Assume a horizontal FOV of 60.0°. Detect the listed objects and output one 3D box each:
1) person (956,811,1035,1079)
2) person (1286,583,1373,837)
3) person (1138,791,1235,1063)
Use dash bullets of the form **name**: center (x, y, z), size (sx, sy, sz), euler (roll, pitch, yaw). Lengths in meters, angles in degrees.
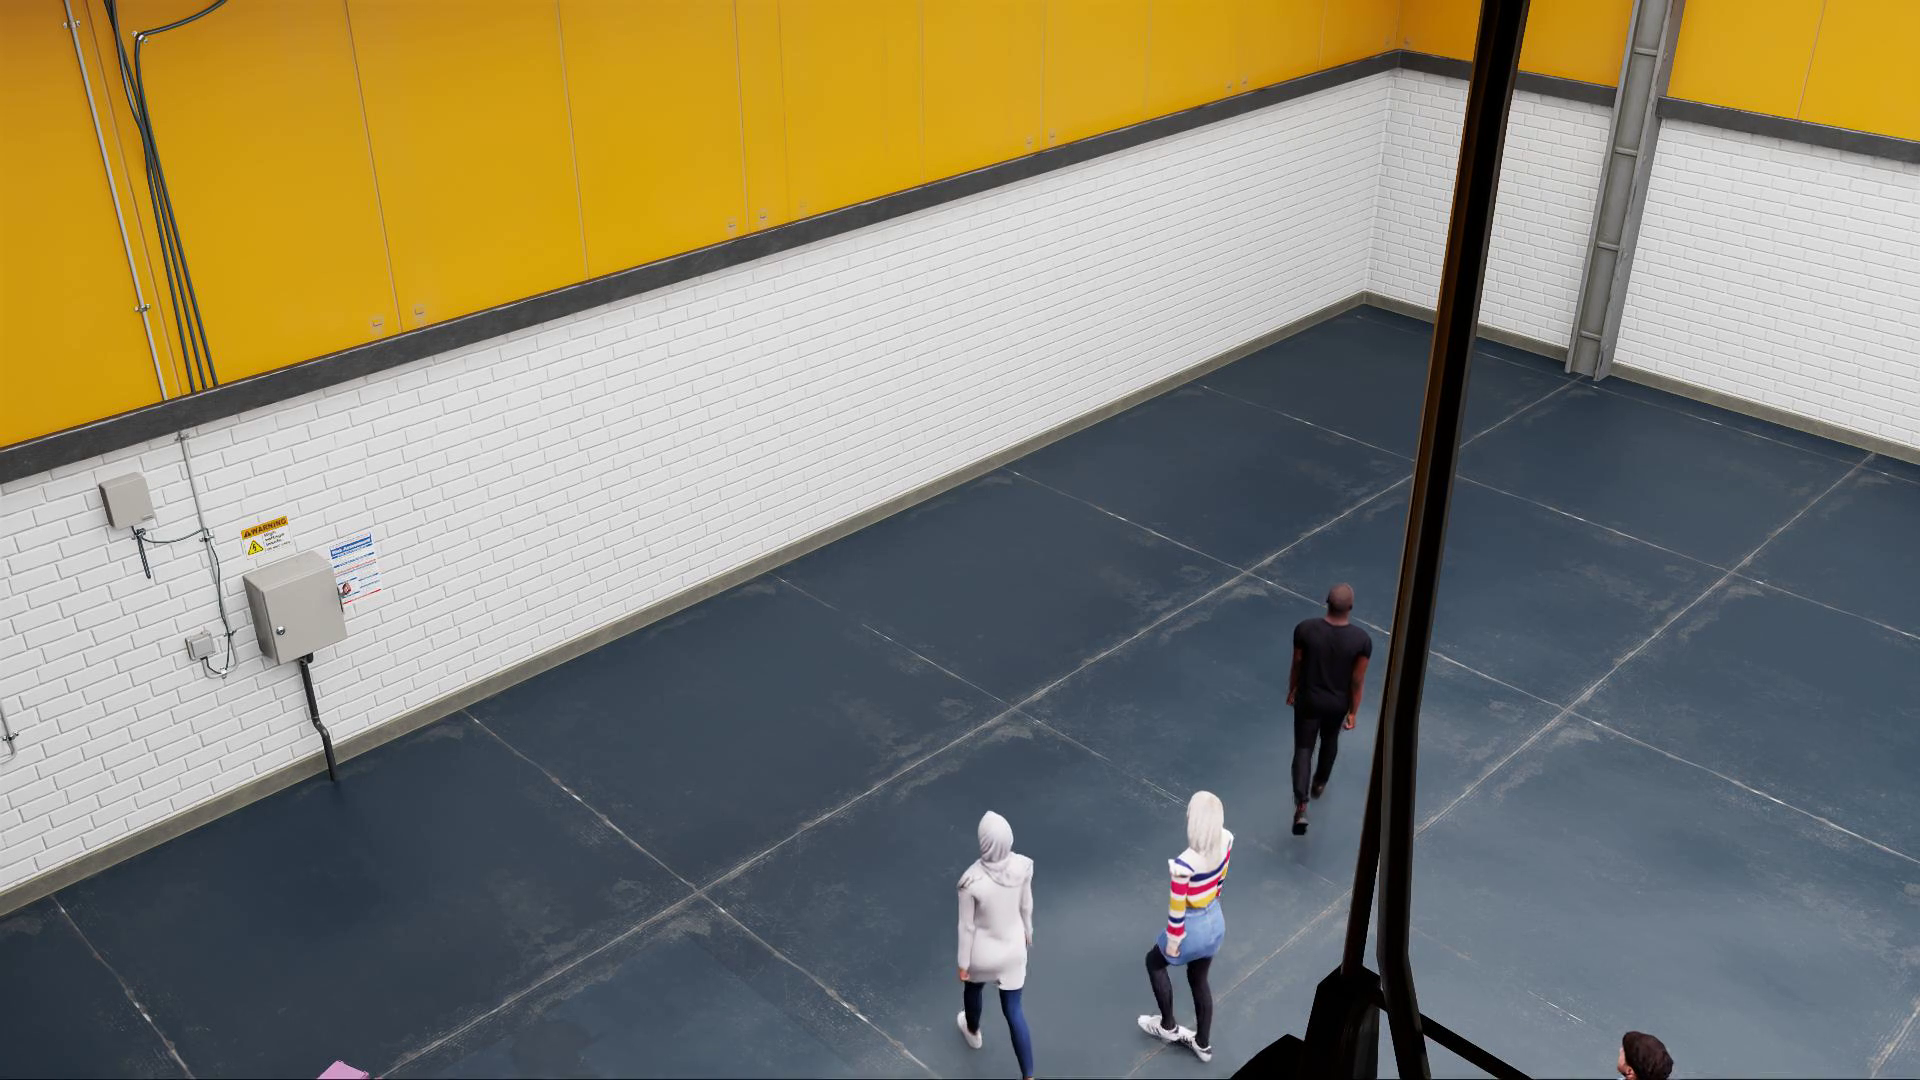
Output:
- **person**: center (0.227, 2.293, 9.028), size (0.924, 1.742, 1.207), euler (-11, 30, -19)
- **person**: center (2.402, 1.140, 11.092), size (1.182, 1.790, 1.111), euler (7, 29, 12)
- **person**: center (1.352, 2.180, 9.181), size (0.685, 1.795, 0.704), euler (-22, 36, -35)
